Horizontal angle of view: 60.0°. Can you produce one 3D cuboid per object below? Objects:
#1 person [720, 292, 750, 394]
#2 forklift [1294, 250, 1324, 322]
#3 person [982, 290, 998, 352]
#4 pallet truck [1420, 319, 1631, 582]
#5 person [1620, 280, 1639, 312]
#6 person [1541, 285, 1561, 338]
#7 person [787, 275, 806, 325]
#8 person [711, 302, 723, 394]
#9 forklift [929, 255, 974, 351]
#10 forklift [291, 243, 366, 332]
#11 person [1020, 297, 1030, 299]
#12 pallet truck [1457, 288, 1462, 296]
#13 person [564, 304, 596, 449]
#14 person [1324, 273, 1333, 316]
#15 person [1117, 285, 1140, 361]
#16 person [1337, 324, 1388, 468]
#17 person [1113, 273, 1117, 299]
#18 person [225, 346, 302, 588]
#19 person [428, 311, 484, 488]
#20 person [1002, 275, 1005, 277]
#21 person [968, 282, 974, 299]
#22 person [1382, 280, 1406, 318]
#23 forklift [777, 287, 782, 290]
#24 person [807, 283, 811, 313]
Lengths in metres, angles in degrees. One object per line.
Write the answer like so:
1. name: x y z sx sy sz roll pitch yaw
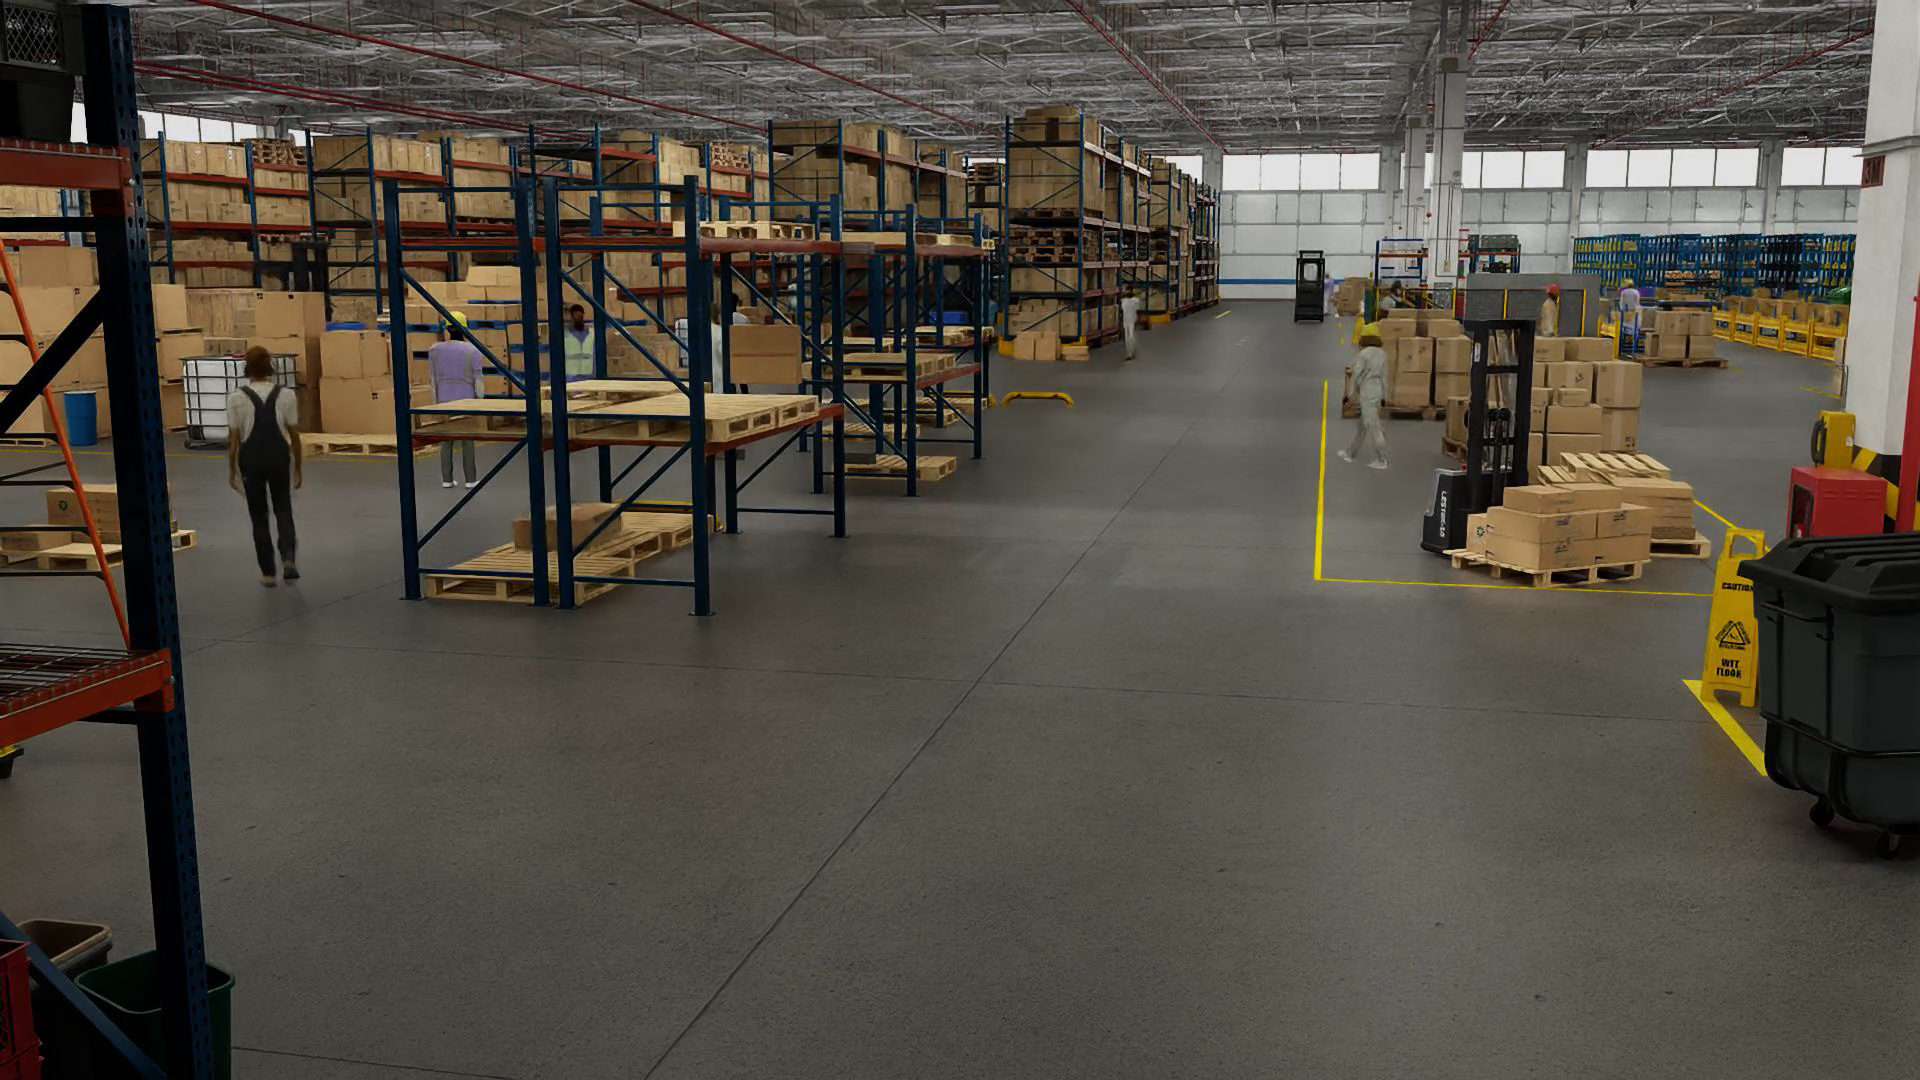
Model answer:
1. person: -3.585 -2.948 26.410 0.380 1.958 0.606 7 12 35
2. forklift: 13.778 -10.002 65.433 1.129 2.768 1.873 2 10 12
3. person: 0.764 -5.905 44.790 0.550 1.650 0.857 2 10 9
4. pallet truck: 4.543 -0.757 13.299 0.823 1.965 1.885 -4 10 -22
5. person: 21.658 -7.506 53.855 0.597 1.805 0.789 3 10 16
6. person: 12.979 -4.611 36.378 0.485 1.914 0.565 6 11 33
7. person: -5.445 -7.840 55.359 0.674 1.977 1.082 -2 10 -12
8. person: -3.119 -2.017 20.945 0.629 1.937 0.376 7 12 35
9. forklift: -0.275 -6.521 44.819 1.129 2.768 1.873 2 10 12
10. forklift: -14.053 -5.069 36.223 1.873 2.768 1.129 2 10 12
11. person: 2.175 -7.464 53.906 0.540 1.695 0.317 -5 11 -27
12. pallet truck: 20.506 -9.785 68.819 0.653 1.274 1.630 2 10 12
13. person: -4.956 -2.121 21.689 0.586 1.896 0.506 -7 12 -36
14. person: 16.071 -10.726 72.656 0.365 1.898 0.707 9 13 44
15. person: 4.112 -5.297 40.628 0.520 1.850 0.429 7 12 36
16. person: 4.838 -1.726 19.910 0.506 1.697 0.882 -8 12 -38
17. person: 8.077 -12.844 85.486 0.614 1.805 0.965 2 10 13
18. person: -5.260 -0.547 12.569 0.505 1.831 0.414 -6 11 -32
19. person: -5.434 -1.511 18.019 0.581 1.919 0.406 0 10 0
20. person: 2.502 -14.400 94.271 0.502 1.935 0.635 3 10 14
21. person: 0.353 -9.061 63.667 0.829 1.599 0.508 9 13 43
22. person: 10.230 -5.178 39.349 0.985 2.000 0.678 9 13 42
23. forklift: -8.099 -11.001 71.350 1.129 2.768 1.873 2 10 12
24. person: -6.576 -10.736 73.577 0.530 1.596 0.851 2 10 11
